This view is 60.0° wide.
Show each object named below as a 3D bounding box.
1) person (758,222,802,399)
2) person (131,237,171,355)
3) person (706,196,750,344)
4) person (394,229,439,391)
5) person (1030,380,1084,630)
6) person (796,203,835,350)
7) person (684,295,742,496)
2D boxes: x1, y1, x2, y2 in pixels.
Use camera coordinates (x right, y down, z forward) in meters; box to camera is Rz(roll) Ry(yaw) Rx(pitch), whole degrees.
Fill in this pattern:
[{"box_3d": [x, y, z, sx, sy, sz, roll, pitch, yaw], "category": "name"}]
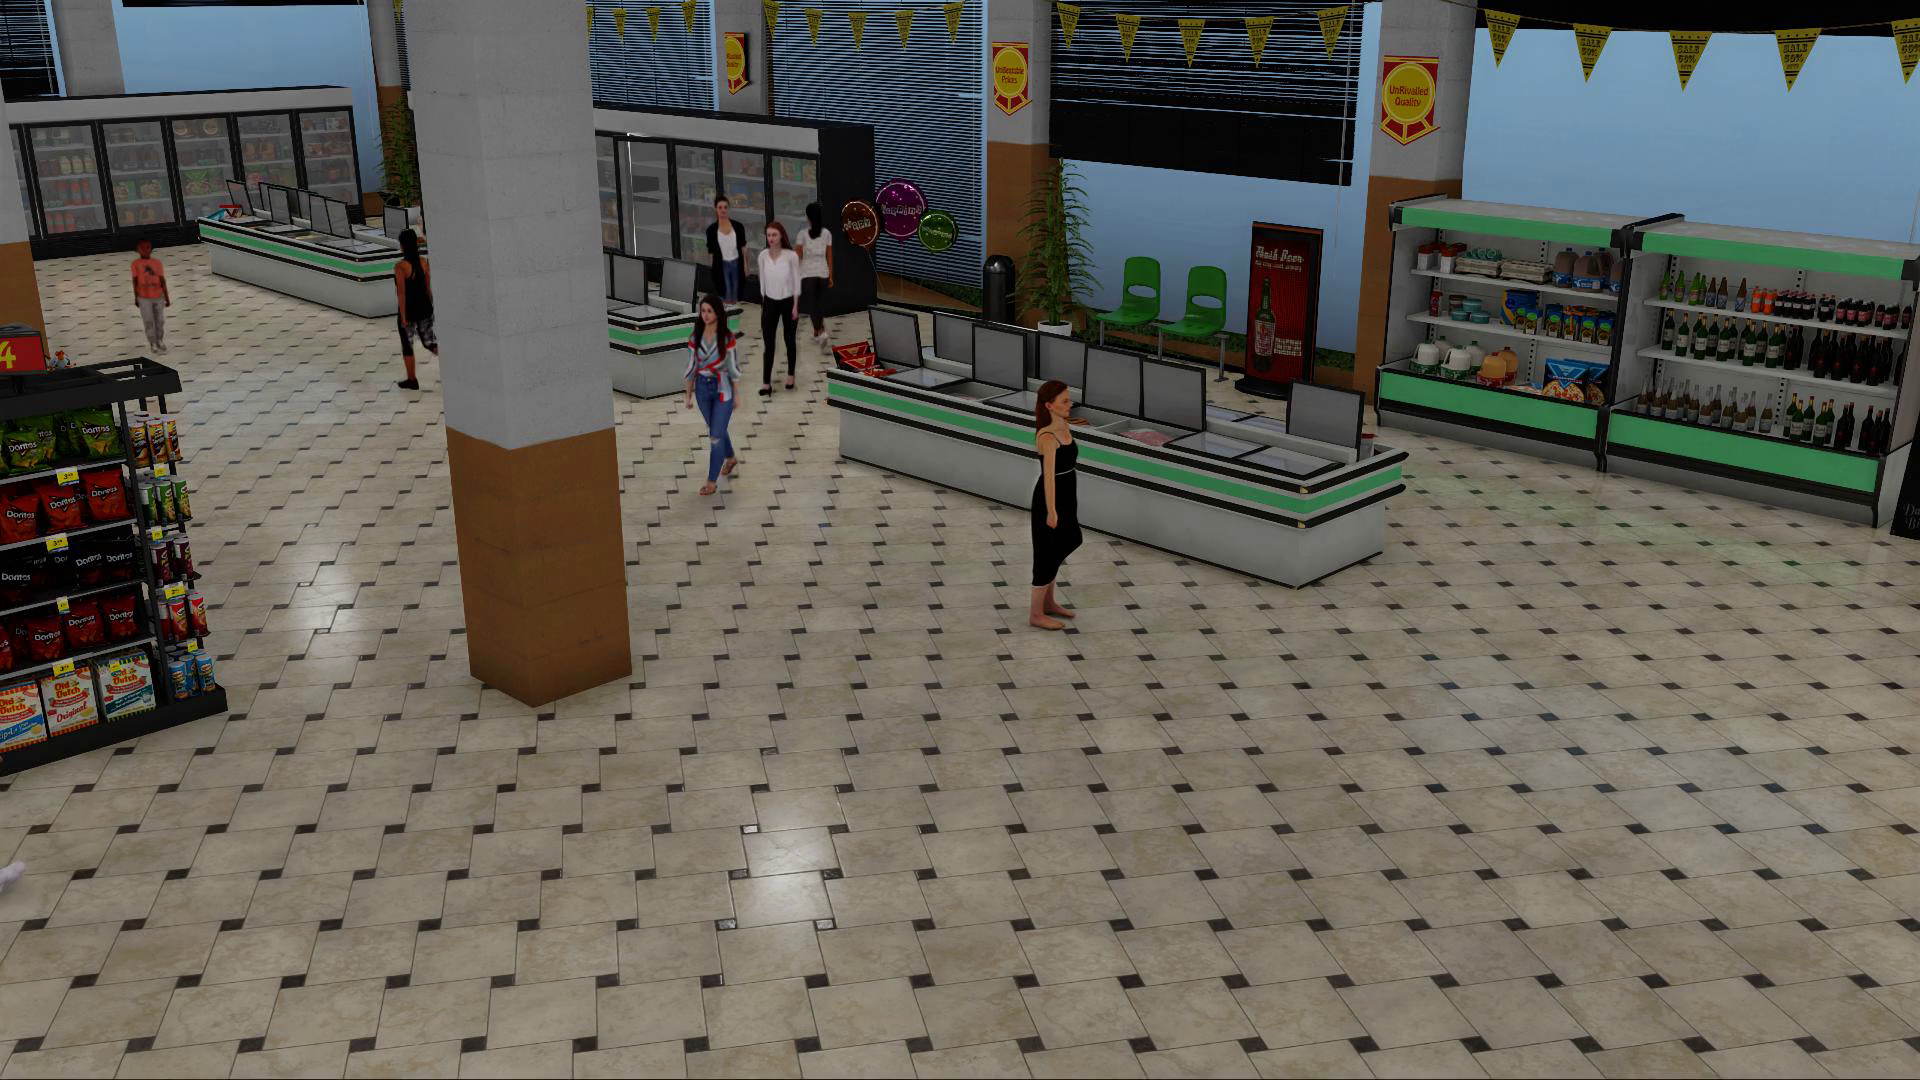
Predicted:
[{"box_3d": [-1.762, -2.300, 16.684, 1.137, 1.711, 1.075, 3, 19, 10], "category": "person"}, {"box_3d": [-9.097, -2.745, 18.674, 0.606, 1.284, 0.864, -11, 22, -30], "category": "person"}, {"box_3d": [-2.682, -3.119, 19.217, 0.956, 1.646, 1.206, -6, 20, -17], "category": "person"}, {"box_3d": [-5.427, -2.295, 16.778, 1.077, 1.644, 0.777, 10, 21, 27], "category": "person"}, {"box_3d": [0.594, -0.239, 10.711, 0.684, 1.623, 0.652, 6, 20, 18], "category": "person"}, {"box_3d": [-1.612, -2.939, 18.736, 0.810, 1.613, 1.122, -9, 20, -24], "category": "person"}, {"box_3d": [-1.979, -1.207, 13.659, 1.121, 1.573, 1.022, 5, 19, 15], "category": "person"}]
